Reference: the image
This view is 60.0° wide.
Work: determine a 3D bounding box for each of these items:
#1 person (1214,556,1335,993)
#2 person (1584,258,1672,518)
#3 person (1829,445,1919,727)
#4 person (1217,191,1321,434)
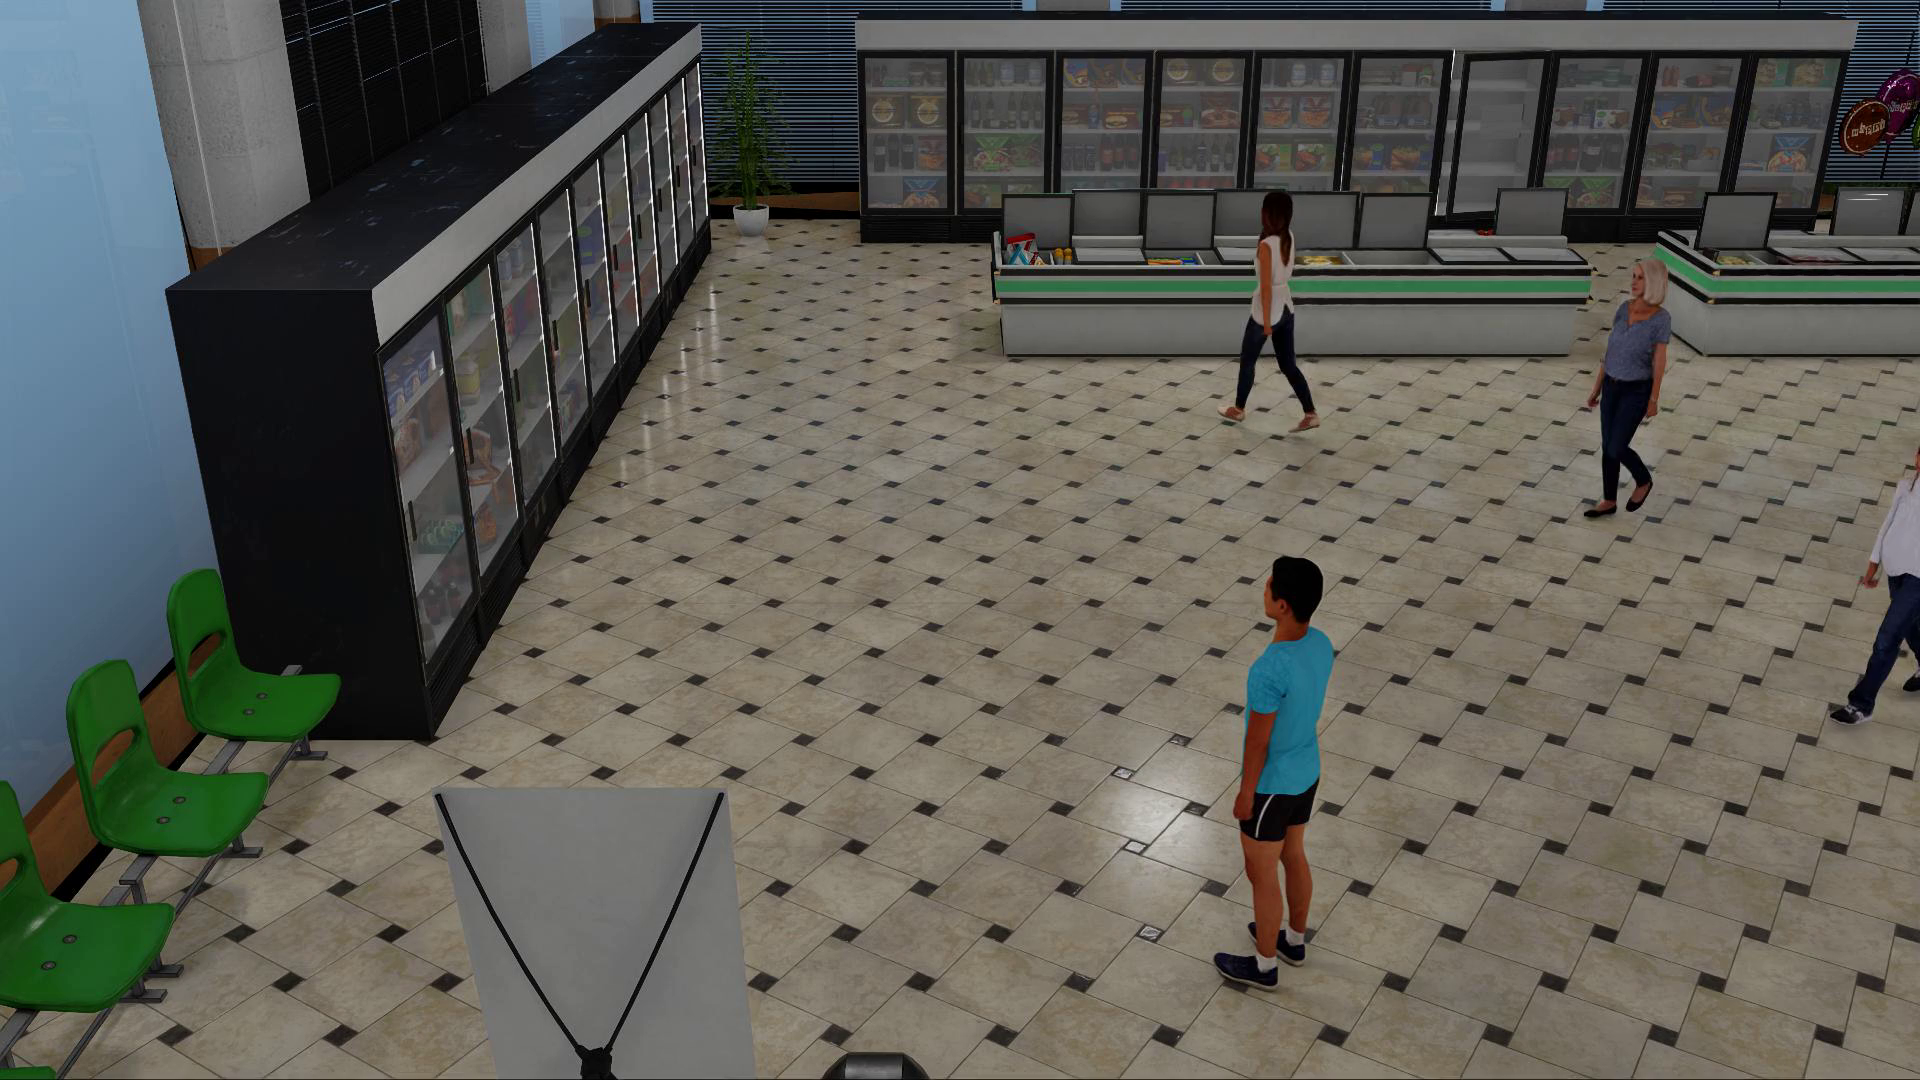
[{"bbox_3d":[1.226,0.897,6.302,0.708,1.773,0.684,16,28,33],"label":"person"},{"bbox_3d":[4.318,-0.954,10.609,0.757,1.712,0.692,-8,25,-18],"label":"person"},{"bbox_3d":[4.804,0.173,8.273,1.144,1.519,0.810,-8,25,-18],"label":"person"},{"bbox_3d":[2.351,-1.605,12.042,1.100,1.757,1.048,22,32,40],"label":"person"}]
